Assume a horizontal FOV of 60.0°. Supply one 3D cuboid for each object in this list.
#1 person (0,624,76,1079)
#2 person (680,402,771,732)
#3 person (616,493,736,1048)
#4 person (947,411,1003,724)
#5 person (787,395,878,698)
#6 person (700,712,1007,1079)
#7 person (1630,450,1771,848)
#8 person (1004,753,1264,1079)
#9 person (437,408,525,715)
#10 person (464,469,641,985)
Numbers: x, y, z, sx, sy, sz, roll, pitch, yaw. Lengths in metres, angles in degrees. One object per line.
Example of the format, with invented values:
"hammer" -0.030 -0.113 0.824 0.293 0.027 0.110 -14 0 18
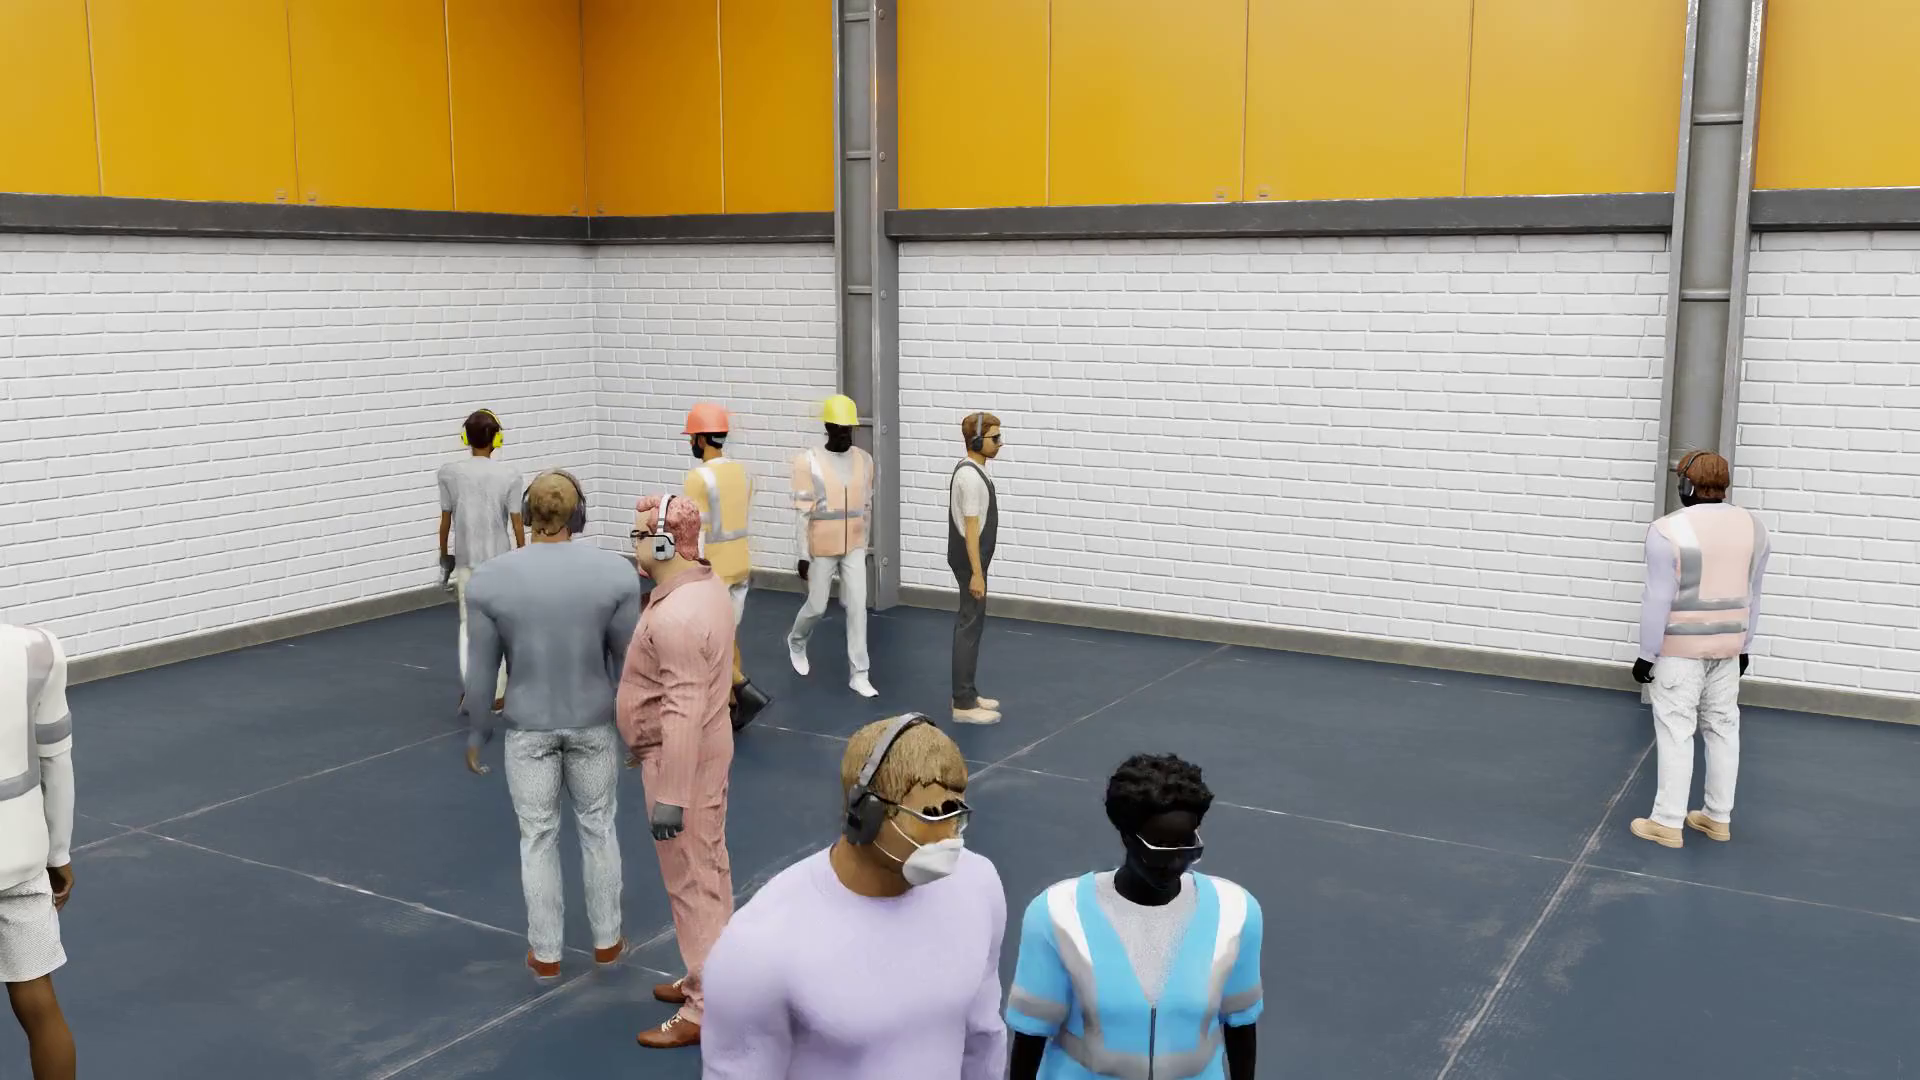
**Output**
"person" -2.738 0.904 4.569 0.376 2.045 0.605 5 10 29
"person" -1.351 0.177 9.493 0.543 1.920 0.557 6 11 31
"person" -0.978 0.785 5.742 0.401 1.907 0.648 0 9 0
"person" 0.089 0.158 9.845 0.328 1.842 0.515 0 9 0
"person" -0.820 0.010 10.614 0.591 1.900 0.862 -6 11 -31
"person" -0.245 1.212 3.114 0.653 1.903 0.820 -7 12 -39
"person" 3.395 0.502 7.712 0.625 1.843 0.430 -2 9 -15
"person" 0.350 1.240 3.625 0.601 1.676 0.549 -1 9 -5
"person" -2.842 0.149 9.883 0.536 1.853 0.538 -1 9 -9
"person" -1.518 0.697 6.231 0.677 1.932 0.444 -3 9 -16
